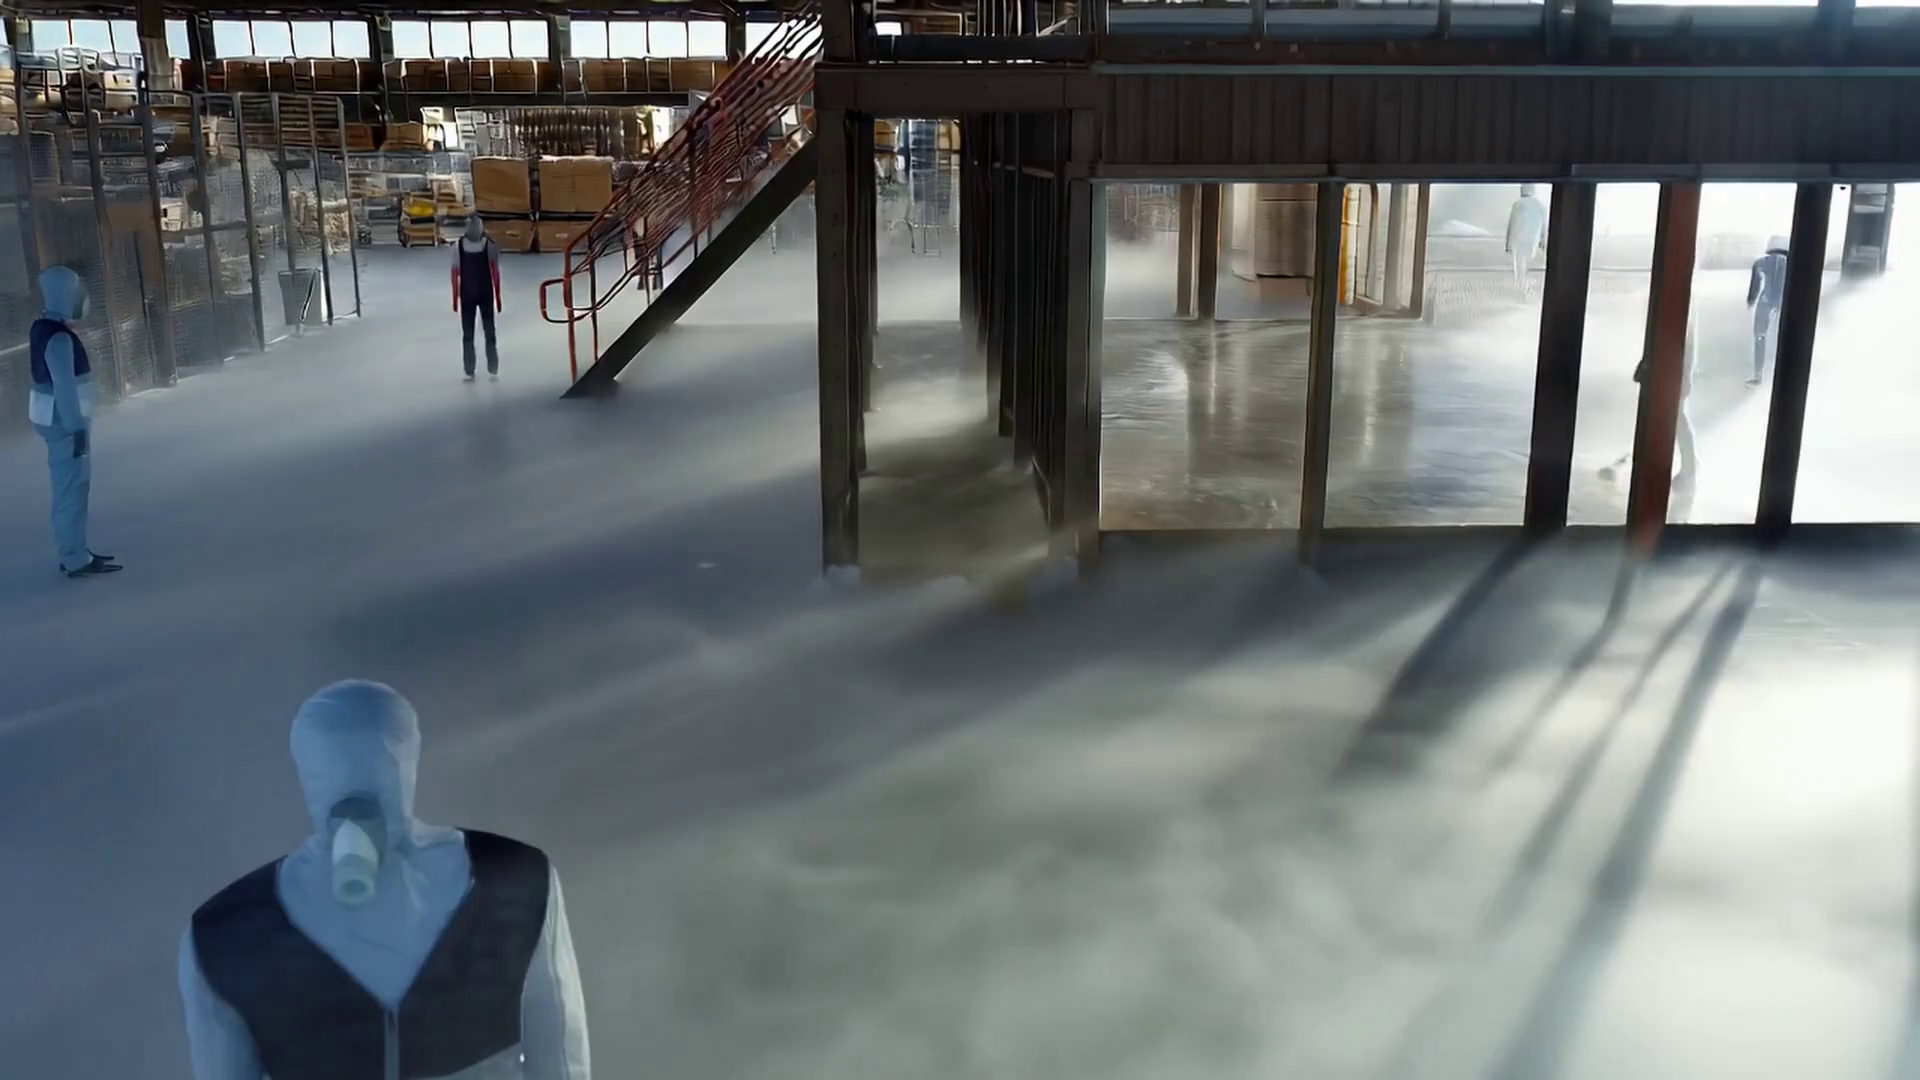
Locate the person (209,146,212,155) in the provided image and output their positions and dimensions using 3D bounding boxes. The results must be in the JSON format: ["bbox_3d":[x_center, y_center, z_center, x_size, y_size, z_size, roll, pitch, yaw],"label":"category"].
[{"bbox_3d":[-40.305,-20.439,88.858,0.637,1.972,0.559,-11,18,-37],"label":"person"}]

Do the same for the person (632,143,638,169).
[{"bbox_3d":[-16.561,-19.336,84.805,0.935,1.809,0.586,2,14,7],"label":"person"}]

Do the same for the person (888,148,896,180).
[{"bbox_3d":[-2.933,-15.463,69.433,0.529,1.755,0.362,-10,17,-35],"label":"person"}]

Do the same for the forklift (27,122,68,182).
[{"bbox_3d":[-35.376,-14.773,64.377,1.129,2.768,1.873,-1,14,-2],"label":"forklift"}]

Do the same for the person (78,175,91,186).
[{"bbox_3d":[-20.043,-7.567,38.152,0.620,1.612,0.504,-1,14,-5],"label":"person"}]

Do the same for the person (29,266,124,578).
[{"bbox_3d":[-5.443,-0.707,10.137,0.397,1.913,0.591,-9,17,-33],"label":"person"}]

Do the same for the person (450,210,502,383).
[{"bbox_3d":[-5.191,-2.615,17.883,0.507,1.845,0.339,-3,14,-12],"label":"person"}]

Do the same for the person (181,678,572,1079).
[{"bbox_3d":[-0.942,1.127,2.808,0.584,1.911,0.392,-7,15,-24],"label":"person"}]

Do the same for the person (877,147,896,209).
[{"bbox_3d":[-2.436,-11.902,54.684,0.625,2.017,0.937,2,14,7],"label":"person"}]

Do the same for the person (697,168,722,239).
[{"bbox_3d":[-6.039,-8.114,40.165,0.901,1.699,0.504,-1,14,-5],"label":"person"}]

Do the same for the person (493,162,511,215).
[{"bbox_3d":[-11.506,-8.584,41.793,0.418,1.815,0.615,-3,14,-14],"label":"person"}]

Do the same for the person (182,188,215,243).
[{"bbox_3d":[-10.718,-4.039,23.527,0.600,1.866,0.517,8,16,30],"label":"person"}]

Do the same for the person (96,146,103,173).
[{"bbox_3d":[-28.983,-12.237,55.960,0.392,2.033,0.605,-11,18,-38],"label":"person"}]

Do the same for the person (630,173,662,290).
[{"bbox_3d":[-5.272,-5.174,27.913,0.552,1.942,0.342,-8,16,-28],"label":"person"}]

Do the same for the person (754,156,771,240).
[{"bbox_3d":[-4.680,-8.156,39.753,0.451,1.977,0.613,3,14,12],"label":"person"}]

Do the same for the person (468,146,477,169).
[{"bbox_3d":[-21.509,-16.521,73.577,0.910,1.795,0.604,-5,15,-19],"label":"person"}]

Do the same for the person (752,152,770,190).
[{"bbox_3d":[-5.857,-10.491,49.174,0.545,1.940,0.352,-6,15,-23],"label":"person"}]
